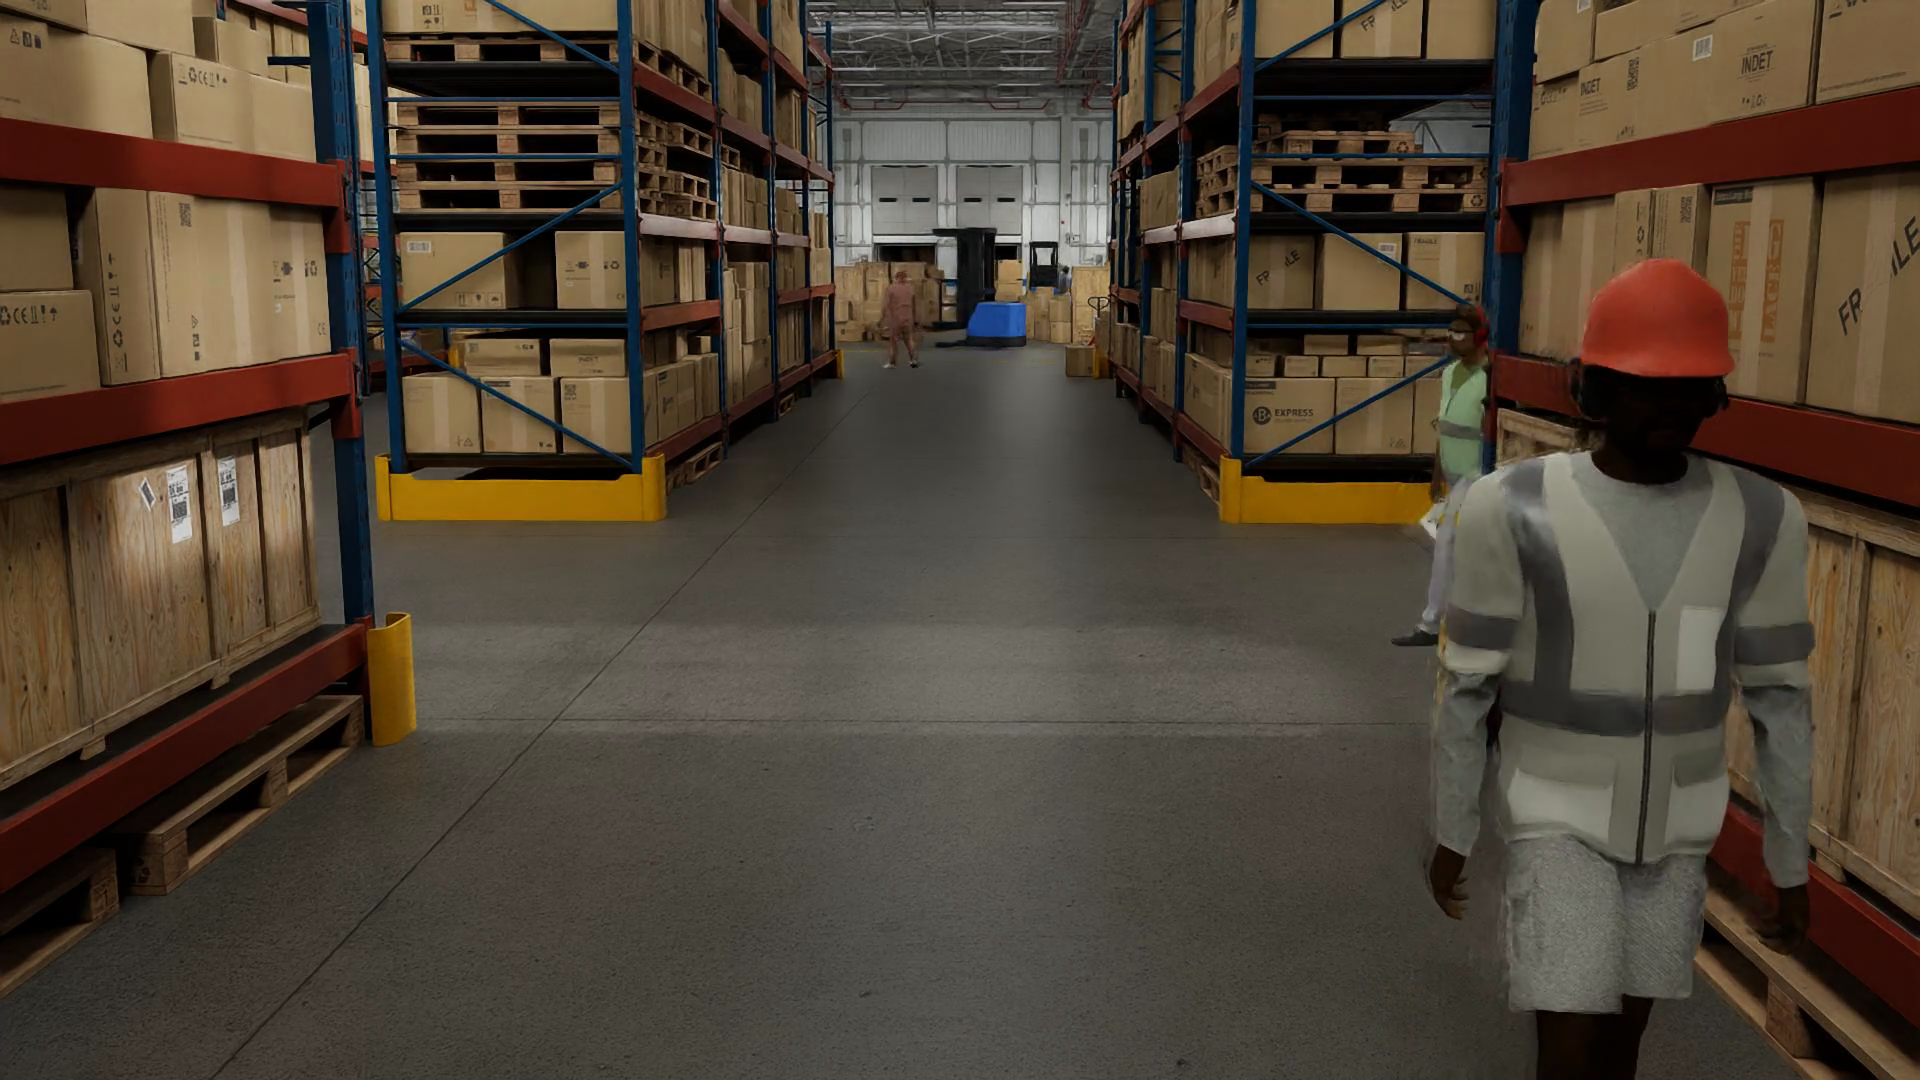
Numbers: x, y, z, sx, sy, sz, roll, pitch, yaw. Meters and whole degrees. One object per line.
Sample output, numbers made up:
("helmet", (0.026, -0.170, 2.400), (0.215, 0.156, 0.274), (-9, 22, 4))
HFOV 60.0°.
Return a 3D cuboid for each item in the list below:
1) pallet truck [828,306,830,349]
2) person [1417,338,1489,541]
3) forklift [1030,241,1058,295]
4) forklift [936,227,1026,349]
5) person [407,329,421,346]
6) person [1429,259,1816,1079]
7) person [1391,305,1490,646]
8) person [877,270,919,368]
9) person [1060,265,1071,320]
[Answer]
("pallet truck", (-3.100, -3.940, 29.800), (1.885, 1.965, 0.823), (3, 10, 19))
("person", (3.716, -0.753, 11.905), (0.806, 1.604, 0.493), (1, 10, 6))
("forklift", (3.223, -10.085, 63.971), (1.129, 2.768, 1.873), (0, 9, 1))
("forklift", (0.523, -5.883, 38.802), (1.873, 2.768, 1.129), (5, 11, 27))
("person", (-12.881, -5.575, 39.945), (0.597, 1.891, 0.807), (6, 11, 34))
("person", (1.194, 0.538, 2.905), (0.637, 2.018, 0.824), (0, 9, 1))
("person", (2.767, -0.342, 8.837), (0.914, 1.813, 0.580), (-2, 10, -11))
("person", (-1.164, -4.213, 31.805), (0.812, 1.888, 0.494), (-5, 11, -29))
("person", (3.701, -8.307, 56.197), (0.765, 1.915, 0.655), (-2, 10, -9))
